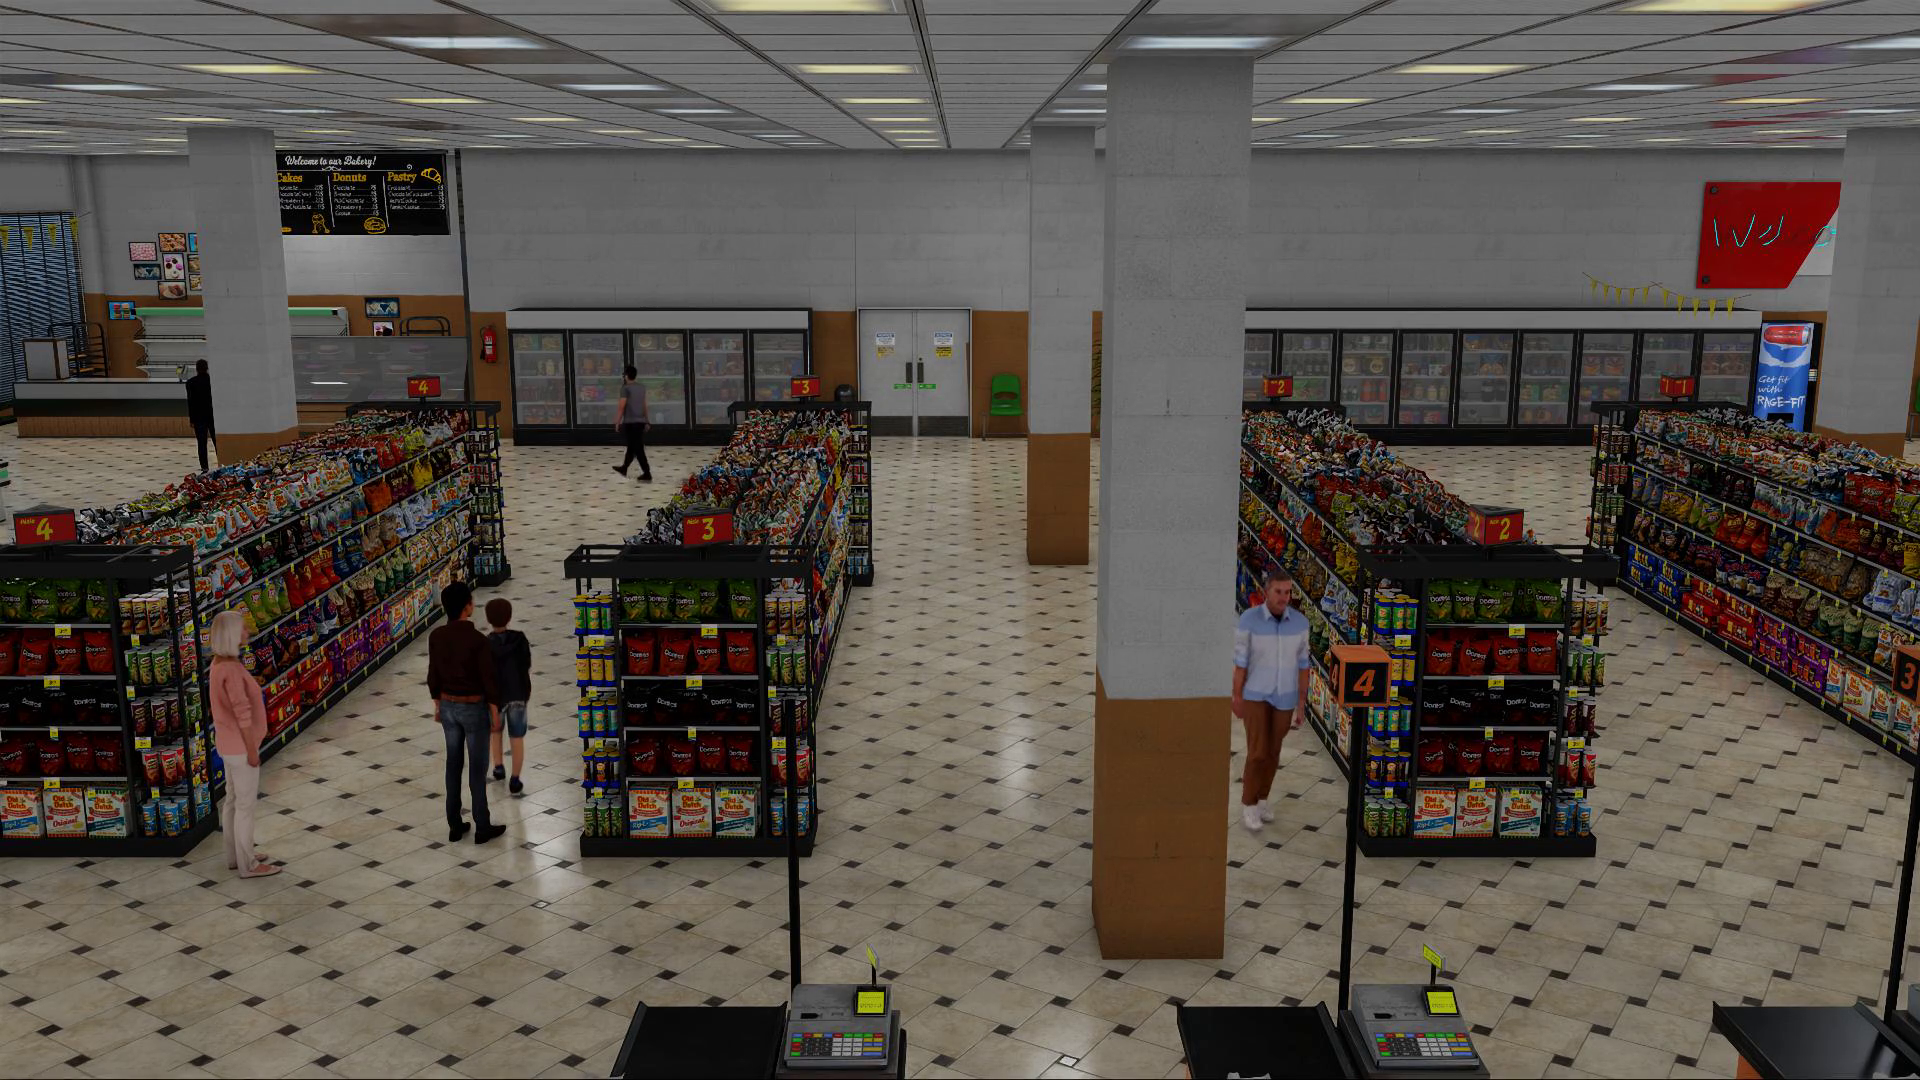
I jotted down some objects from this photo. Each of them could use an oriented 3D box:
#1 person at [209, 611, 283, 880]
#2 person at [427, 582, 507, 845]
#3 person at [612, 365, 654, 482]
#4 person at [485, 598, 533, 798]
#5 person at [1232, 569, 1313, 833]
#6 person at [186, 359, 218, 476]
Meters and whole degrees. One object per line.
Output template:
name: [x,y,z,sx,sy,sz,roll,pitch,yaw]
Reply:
person: [-4.601,1.288,10.593,0.741,1.725,0.654,-9,15,-37]
person: [-3.315,1.149,11.115,0.709,1.781,0.630,4,12,17]
person: [-4.821,-1.712,24.883,1.089,1.708,1.160,7,14,31]
person: [-3.268,1.149,11.977,0.630,1.427,0.804,-2,12,-11]
person: [2.108,1.056,11.495,0.745,1.806,0.784,-2,12,-11]
person: [-11.407,-1.835,25.197,0.783,1.818,0.833,-11,16,-41]
